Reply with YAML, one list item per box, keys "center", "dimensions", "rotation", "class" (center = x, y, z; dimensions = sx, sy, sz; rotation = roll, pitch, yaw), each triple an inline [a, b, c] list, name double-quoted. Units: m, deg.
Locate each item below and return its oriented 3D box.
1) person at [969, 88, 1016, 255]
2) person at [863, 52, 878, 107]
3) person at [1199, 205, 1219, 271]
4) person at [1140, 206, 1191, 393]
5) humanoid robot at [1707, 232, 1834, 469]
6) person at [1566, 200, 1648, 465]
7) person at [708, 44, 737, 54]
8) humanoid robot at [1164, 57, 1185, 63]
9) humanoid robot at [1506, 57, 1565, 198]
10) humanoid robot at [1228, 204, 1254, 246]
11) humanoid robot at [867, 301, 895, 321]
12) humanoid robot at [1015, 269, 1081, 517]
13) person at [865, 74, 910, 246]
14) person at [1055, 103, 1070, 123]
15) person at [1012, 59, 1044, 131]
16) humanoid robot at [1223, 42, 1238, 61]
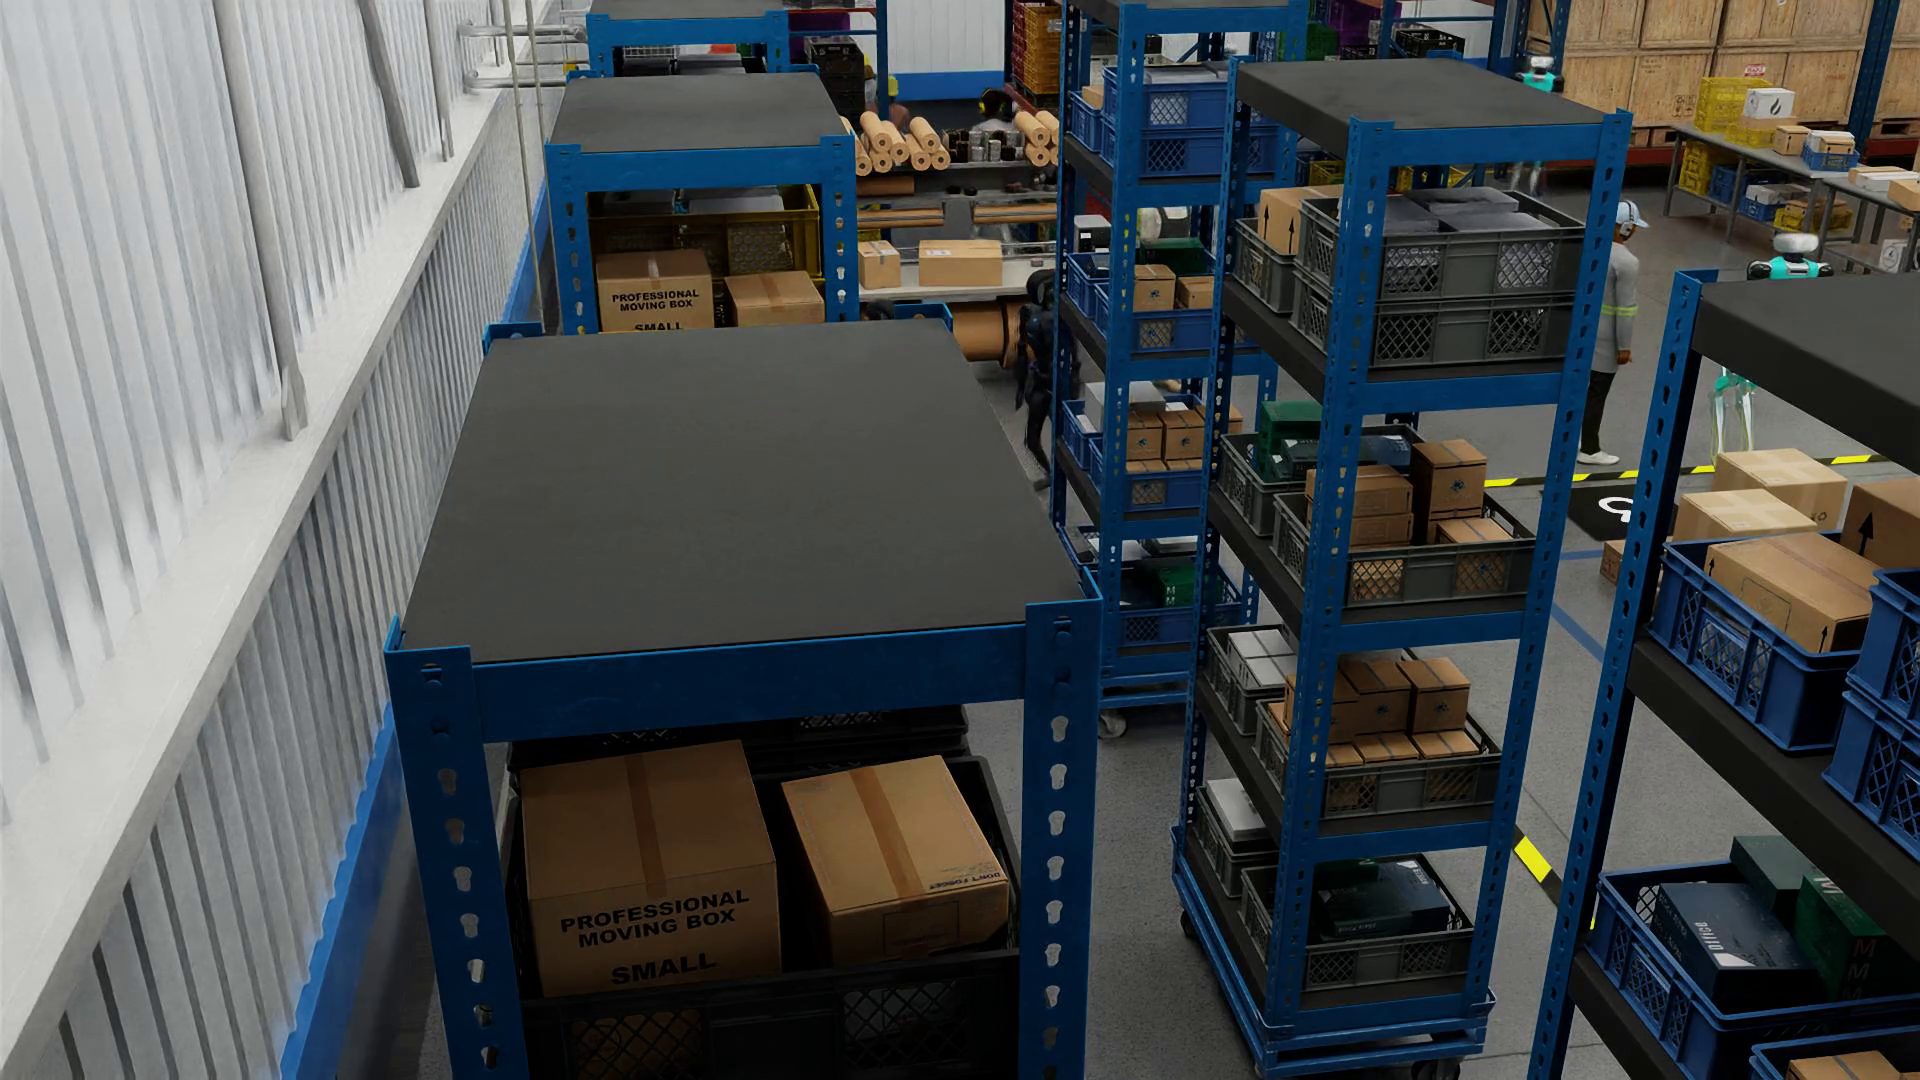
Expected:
- center: [0.297, -3.334, 15.691]
  dimensions: [0.548, 1.810, 1.006]
  rotation: [-9, 26, -19]
  class: "person"
- center: [-1.045, -4.440, 18.187]
  dimensions: [0.484, 1.741, 0.302]
  rotation: [-12, 27, -25]
  class: "person"
- center: [2.391, -3.586, 16.268]
  dimensions: [0.635, 1.806, 0.684]
  rotation: [-7, 26, -14]
  class: "person"
- center: [1.583, -2.001, 12.772]
  dimensions: [0.521, 1.839, 0.362]
  rotation: [-16, 29, -31]
  class: "person"
- center: [5.366, -1.299, 11.210]
  dimensions: [0.533, 1.673, 0.735]
  rotation: [1, 25, 2]
  class: "humanoid robot"
- center: [4.462, -1.436, 11.527]
  dimensions: [0.392, 1.850, 0.587]
  rotation: [-8, 26, -16]
  class: "person"
- center: [-2.403, -4.234, 17.385]
  dimensions: [0.607, 2.040, 0.391]
  rotation: [8, 26, 16]
  class: "person"
- center: [2.132, -4.279, 17.867]
  dimensions: [0.532, 1.817, 0.697]
  rotation: [-11, 27, -23]
  class: "humanoid robot"
- center: [6.201, -4.386, 18.075]
  dimensions: [0.565, 1.758, 0.776]
  rotation: [10, 26, 20]
  class: "humanoid robot"
- center: [2.874, -3.835, 16.985]
  dimensions: [0.623, 1.635, 0.607]
  rotation: [-1, 25, -1]
  class: "humanoid robot"
- center: [-0.453, -0.633, 10.030]
  dimensions: [0.358, 1.649, 0.600]
  rotation: [10, 27, 21]
  class: "humanoid robot"
- center: [0.621, -0.970, 10.730]
  dimensions: [0.491, 1.645, 0.614]
  rotation: [-18, 30, -34]
  class: "humanoid robot"
- center: [-0.760, -3.853, 16.904]
  dimensions: [0.524, 1.744, 0.426]
  rotation: [-11, 27, -22]
  class: "person"
- center: [1.162, -4.533, 18.195]
  dimensions: [0.495, 1.899, 0.619]
  rotation: [-7, 26, -16]
  class: "person"
- center: [0.618, -4.745, 18.771]
  dimensions: [0.757, 1.808, 0.567]
  rotation: [-6, 25, -12]
  class: "person"
- center: [2.691, -4.644, 18.660]
  dimensions: [0.949, 1.776, 0.539]
  rotation: [-9, 26, -18]
  class: "humanoid robot"
